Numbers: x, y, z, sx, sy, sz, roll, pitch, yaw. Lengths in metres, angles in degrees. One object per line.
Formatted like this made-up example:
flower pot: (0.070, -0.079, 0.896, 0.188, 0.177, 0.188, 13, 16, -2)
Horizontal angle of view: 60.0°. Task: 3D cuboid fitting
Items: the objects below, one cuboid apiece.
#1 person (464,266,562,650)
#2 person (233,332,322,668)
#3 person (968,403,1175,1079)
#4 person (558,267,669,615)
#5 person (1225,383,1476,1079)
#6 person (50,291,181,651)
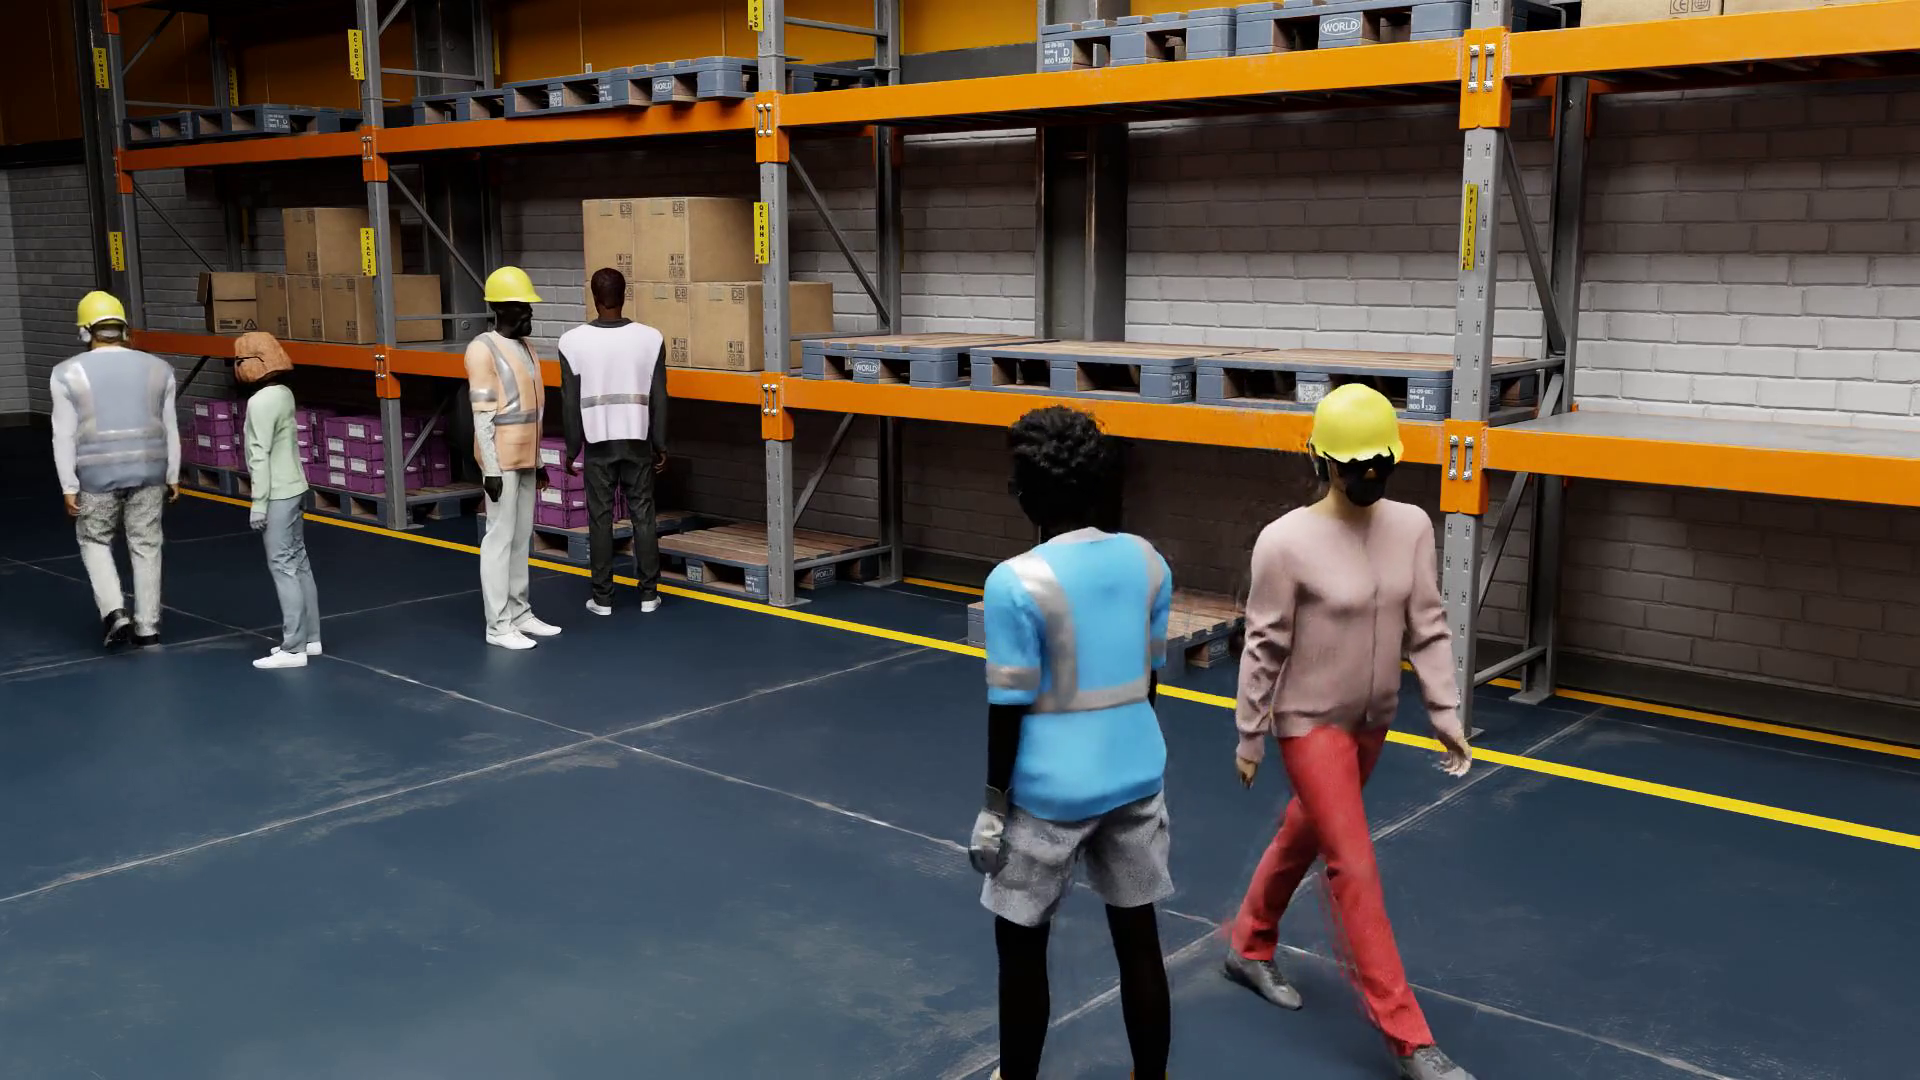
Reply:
person: (-2.272, -0.418, 8.479, 0.369, 1.928, 0.586, 2, 10, 10)
person: (-3.321, -0.194, 8.076, 0.293, 1.623, 0.494, -1, 10, -8)
person: (0.243, 0.544, 3.724, 0.544, 1.680, 0.521, -8, 13, -38)
person: (-1.898, -0.535, 9.184, 0.592, 1.917, 0.392, -3, 10, -18)
person: (0.956, 0.460, 4.125, 0.524, 1.701, 0.938, -6, 12, -31)
person: (-4.192, -0.325, 8.300, 0.591, 1.817, 0.426, -8, 13, -39)
